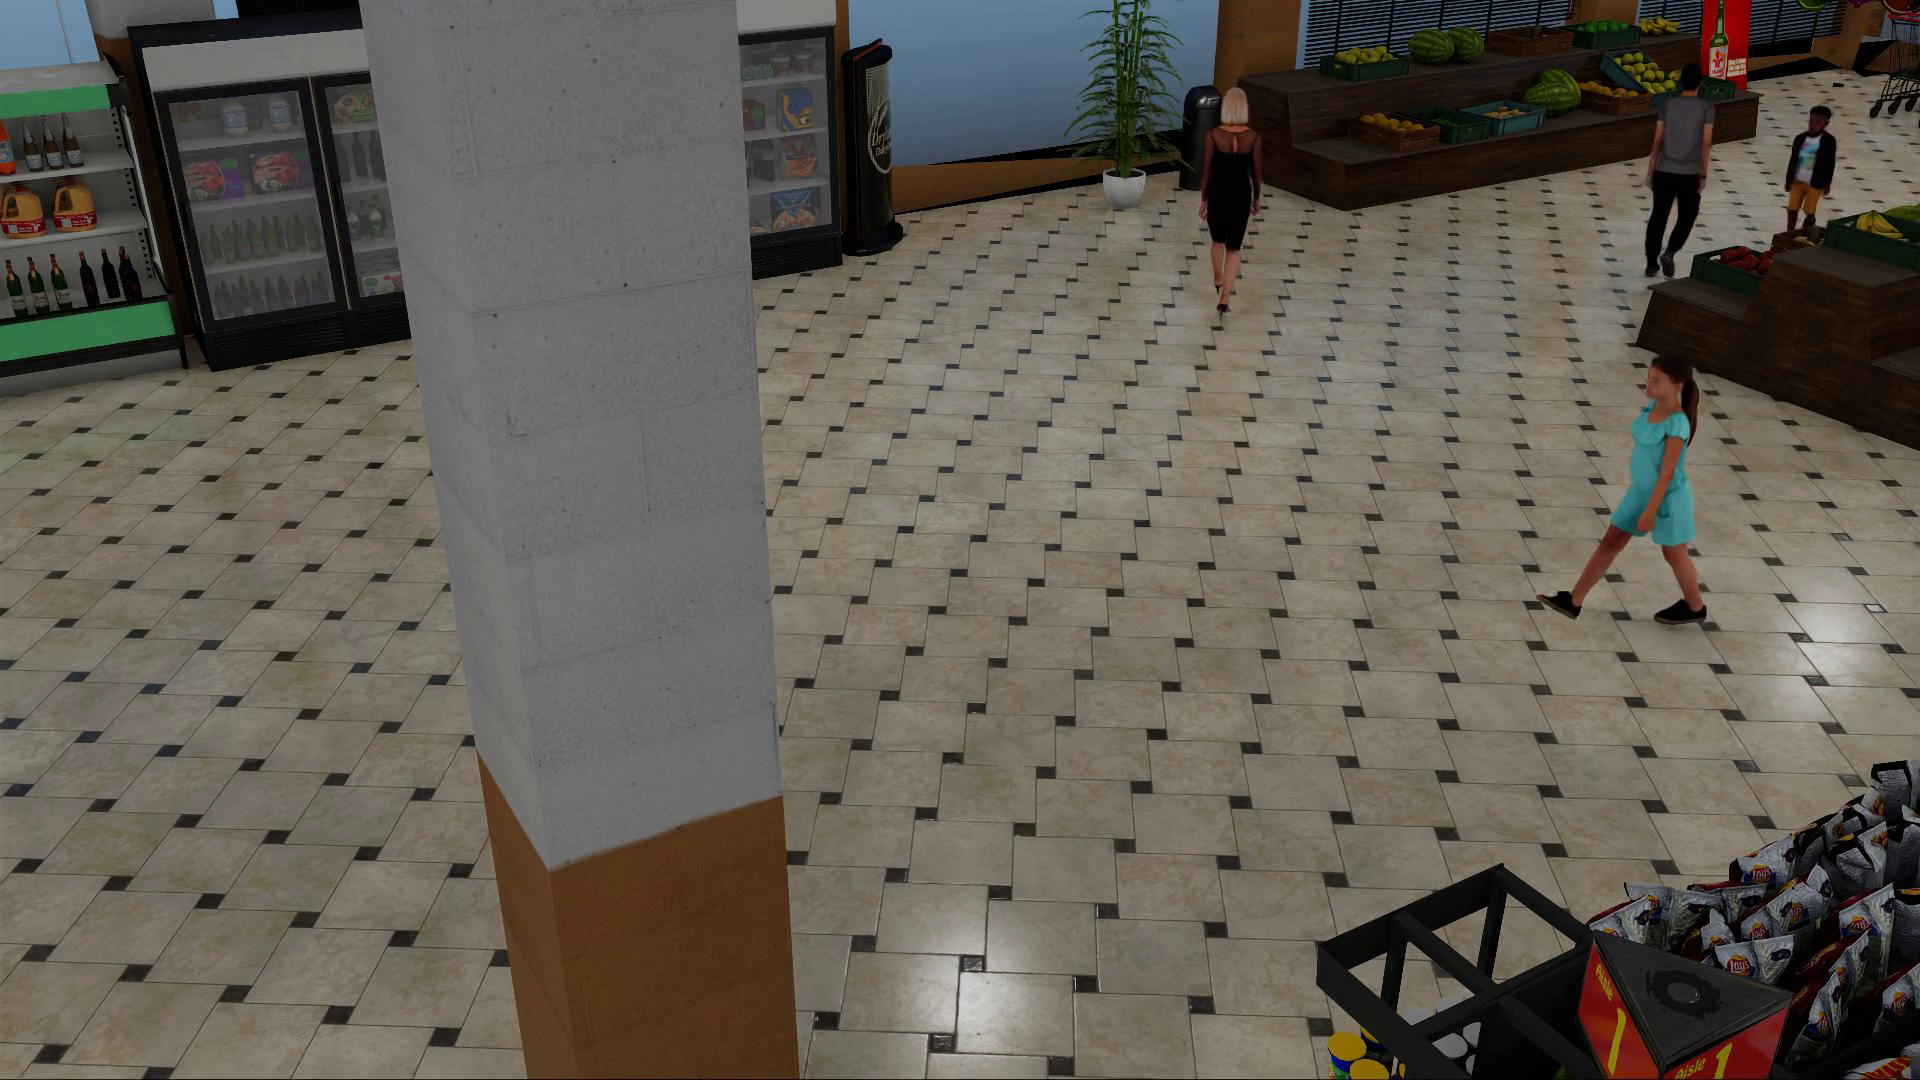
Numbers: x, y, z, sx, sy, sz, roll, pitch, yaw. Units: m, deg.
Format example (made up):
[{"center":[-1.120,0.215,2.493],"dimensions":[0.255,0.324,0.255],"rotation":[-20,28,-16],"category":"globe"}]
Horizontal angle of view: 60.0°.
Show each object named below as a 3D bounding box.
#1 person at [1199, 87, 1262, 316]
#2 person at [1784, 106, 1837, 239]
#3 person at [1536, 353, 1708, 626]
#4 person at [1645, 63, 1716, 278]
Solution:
[{"center":[2.083,-2.568,12.852],"dimensions":[1.073,1.700,1.095],"rotation":[5,27,9],"category":"person"},{"center":[7.434,-3.171,14.535],"dimensions":[0.777,1.254,0.651],"rotation":[-23,35,-37],"category":"person"},{"center":[3.595,-0.197,8.399],"dimensions":[1.177,1.499,0.924],"rotation":[0,27,0],"category":"person"},{"center":[5.864,-2.984,13.635],"dimensions":[0.805,1.733,0.904],"rotation":[21,34,36],"category":"person"}]
